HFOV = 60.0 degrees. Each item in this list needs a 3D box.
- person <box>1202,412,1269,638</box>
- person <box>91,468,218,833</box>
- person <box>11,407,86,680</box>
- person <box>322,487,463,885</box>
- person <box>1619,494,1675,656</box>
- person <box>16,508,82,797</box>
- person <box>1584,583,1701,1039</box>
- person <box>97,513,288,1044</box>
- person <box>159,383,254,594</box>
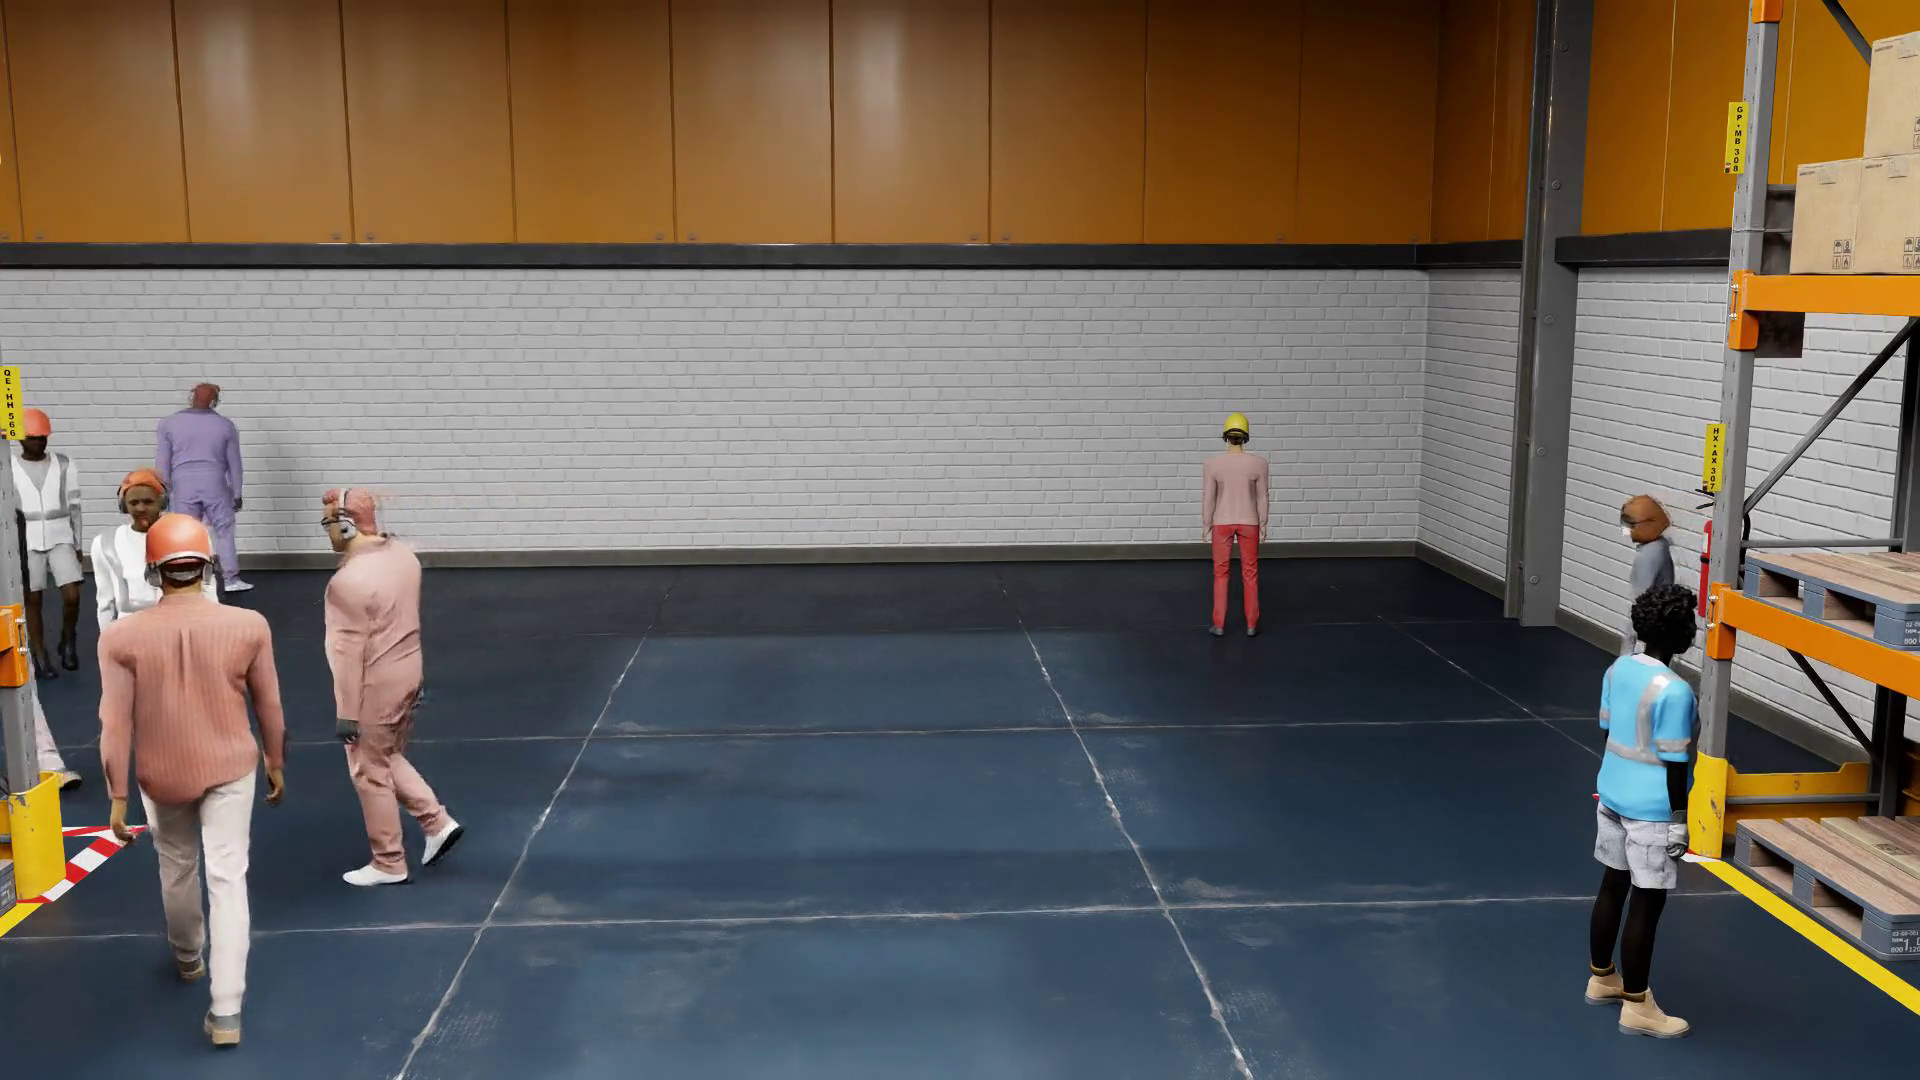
[{"bbox_3d":[2.150,-0.111,13.012,0.523,1.769,0.317,1,9,5],"label":"person"},{"bbox_3d":[-4.197,0.527,8.739,0.580,1.861,0.852,-4,10,-24],"label":"person"},{"bbox_3d":[-6.418,0.032,11.622,0.549,1.923,0.447,-7,11,-35],"label":"person"},{"bbox_3d":[-2.656,0.688,7.622,0.464,1.888,0.666,1,9,7],"label":"person"},{"bbox_3d":[3.930,0.536,9.424,0.451,1.599,0.525,5,10,27],"label":"person"},{"bbox_3d":[-5.206,0.453,8.915,1.040,1.933,0.637,6,11,31],"label":"person"},{"bbox_3d":[2.585,0.999,6.261,0.318,1.695,0.540,-1,9,-4],"label":"person"},{"bbox_3d":[-2.909,0.862,6.352,0.646,1.937,1.048,-5,10,-26],"label":"person"},{"bbox_3d":[-6.694,-0.442,14.770,0.737,1.875,0.425,-3,10,-19],"label":"person"}]
